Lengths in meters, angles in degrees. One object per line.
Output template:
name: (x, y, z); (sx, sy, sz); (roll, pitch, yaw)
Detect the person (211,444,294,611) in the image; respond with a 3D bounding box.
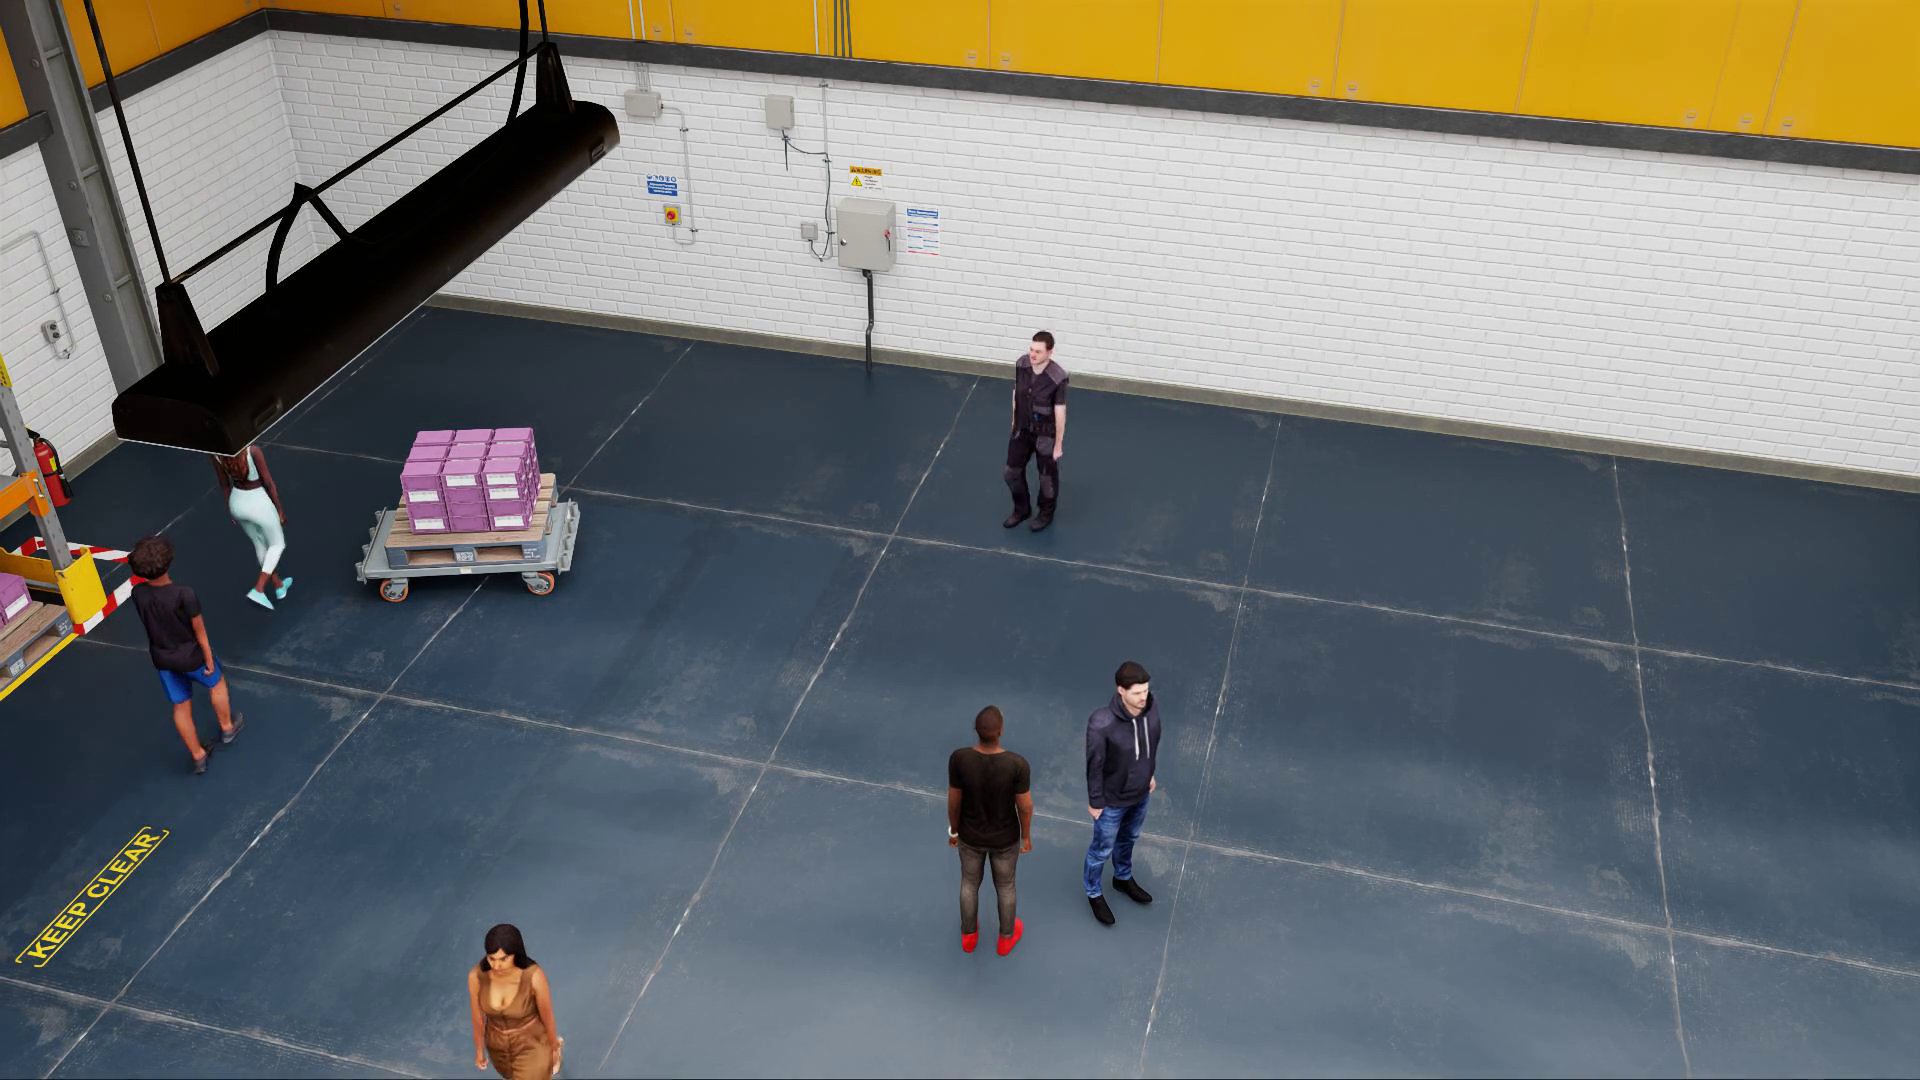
person: (-5.413, -0.186, 12.687); (0.662, 1.714, 0.932); (3, 34, 4)

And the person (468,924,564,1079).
person: (-2.267, 2.545, 8.625); (0.639, 1.663, 1.058); (4, 34, 6)

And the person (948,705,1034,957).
person: (0.163, 1.709, 9.755); (0.661, 1.804, 0.549); (5, 34, 7)

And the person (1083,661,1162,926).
person: (0.967, 1.480, 10.017); (0.727, 1.894, 0.820); (-23, 40, -31)

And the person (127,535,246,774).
person: (-5.240, 0.818, 11.122); (0.770, 1.775, 0.894); (-4, 34, -6)

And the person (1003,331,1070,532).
person: (0.696, -0.919, 13.683); (0.874, 1.831, 0.862); (26, 41, 33)
